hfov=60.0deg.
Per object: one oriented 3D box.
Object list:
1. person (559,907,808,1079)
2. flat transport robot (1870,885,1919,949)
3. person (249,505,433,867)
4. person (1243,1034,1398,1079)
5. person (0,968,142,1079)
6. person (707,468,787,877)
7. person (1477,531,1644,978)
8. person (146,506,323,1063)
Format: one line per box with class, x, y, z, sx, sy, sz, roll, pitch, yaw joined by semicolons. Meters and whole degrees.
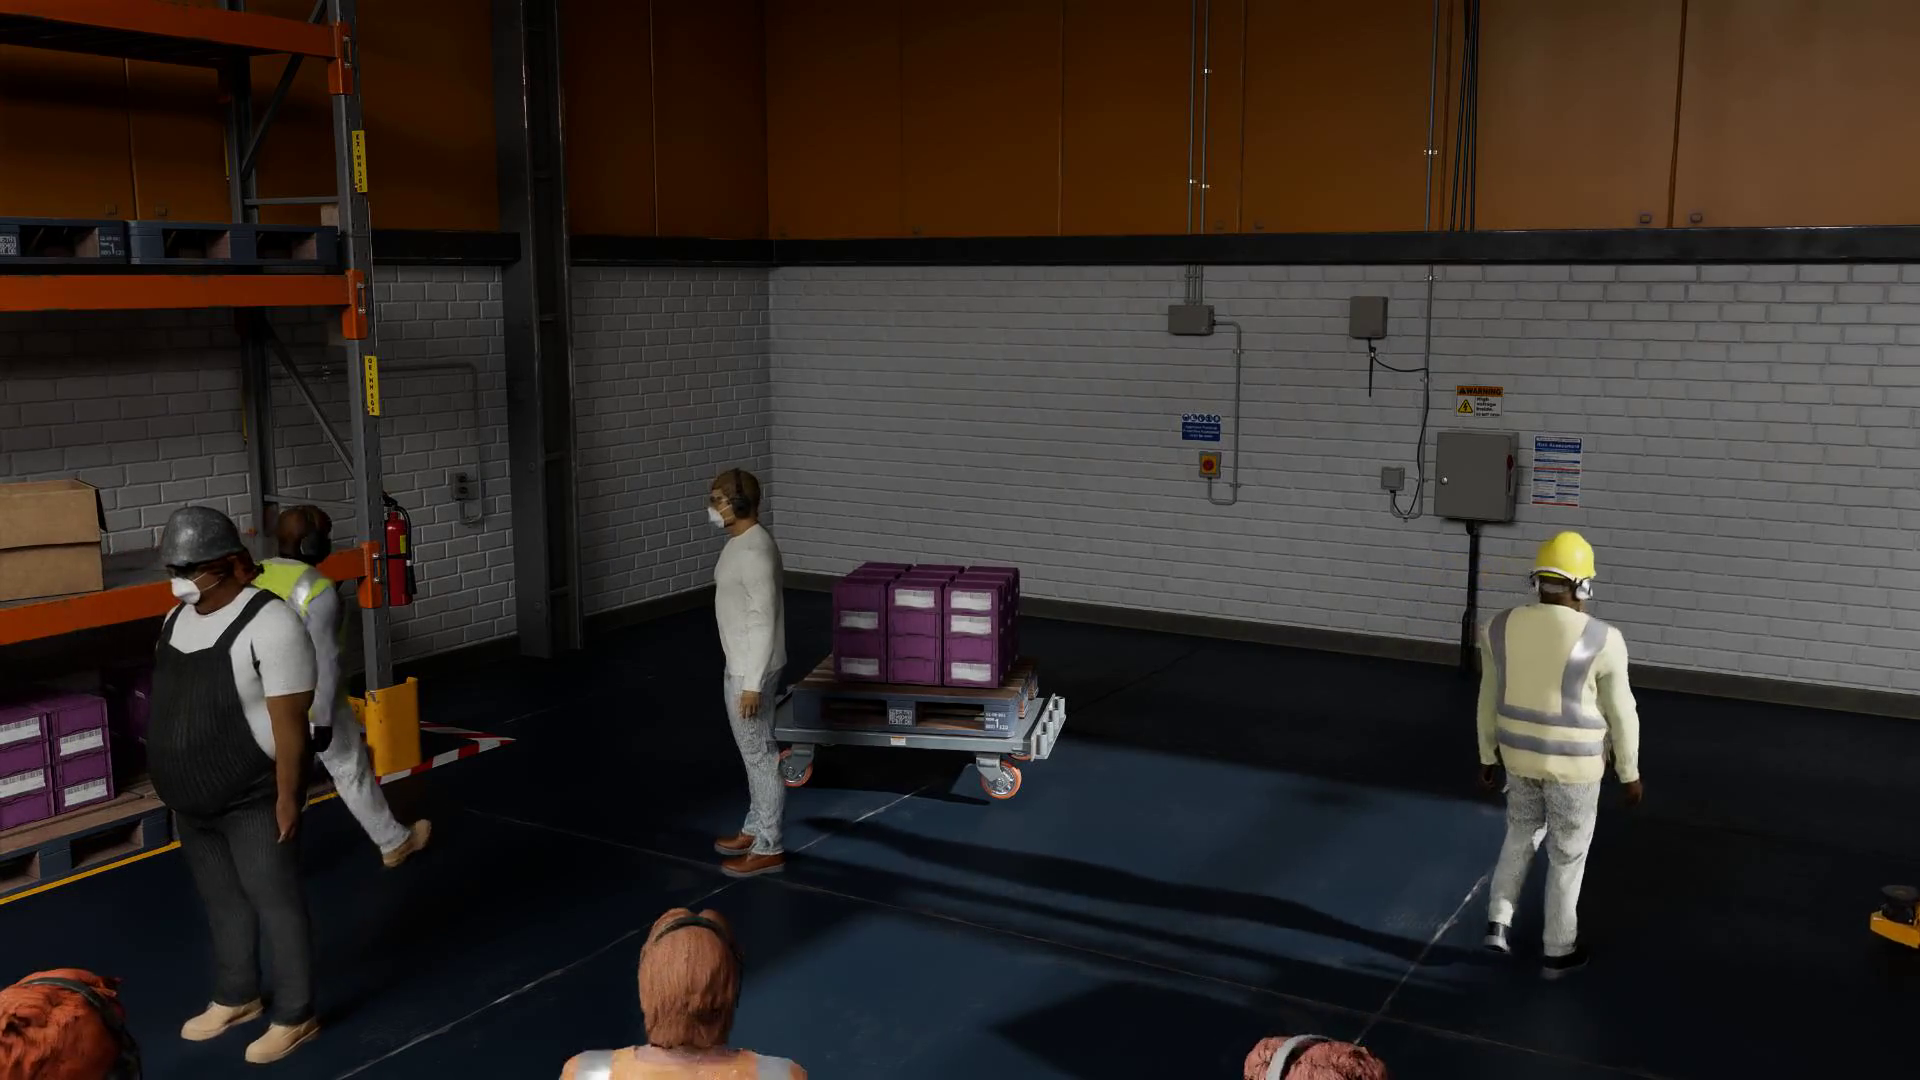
person;-0.531;1.520;3.226;0.519;1.622;0.654;-1;9;-8
flat transport robot;4.518;1.649;6.633;0.652;0.197;1.431;-5;10;-29
person;-2.960;0.721;7.684;0.624;1.791;0.954;5;11;30
person;0.465;1.580;2.131;0.465;1.859;0.678;-2;9;-12
person;-1.232;1.527;2.377;0.583;1.882;0.338;-3;9;-16
person;-0.999;0.618;7.883;0.355;1.936;0.635;-2;9;-12
person;2.383;0.872;6.657;0.430;1.821;0.618;-8;12;-41
person;-2.669;0.862;6.038;0.689;2.000;0.536;5;10;27
